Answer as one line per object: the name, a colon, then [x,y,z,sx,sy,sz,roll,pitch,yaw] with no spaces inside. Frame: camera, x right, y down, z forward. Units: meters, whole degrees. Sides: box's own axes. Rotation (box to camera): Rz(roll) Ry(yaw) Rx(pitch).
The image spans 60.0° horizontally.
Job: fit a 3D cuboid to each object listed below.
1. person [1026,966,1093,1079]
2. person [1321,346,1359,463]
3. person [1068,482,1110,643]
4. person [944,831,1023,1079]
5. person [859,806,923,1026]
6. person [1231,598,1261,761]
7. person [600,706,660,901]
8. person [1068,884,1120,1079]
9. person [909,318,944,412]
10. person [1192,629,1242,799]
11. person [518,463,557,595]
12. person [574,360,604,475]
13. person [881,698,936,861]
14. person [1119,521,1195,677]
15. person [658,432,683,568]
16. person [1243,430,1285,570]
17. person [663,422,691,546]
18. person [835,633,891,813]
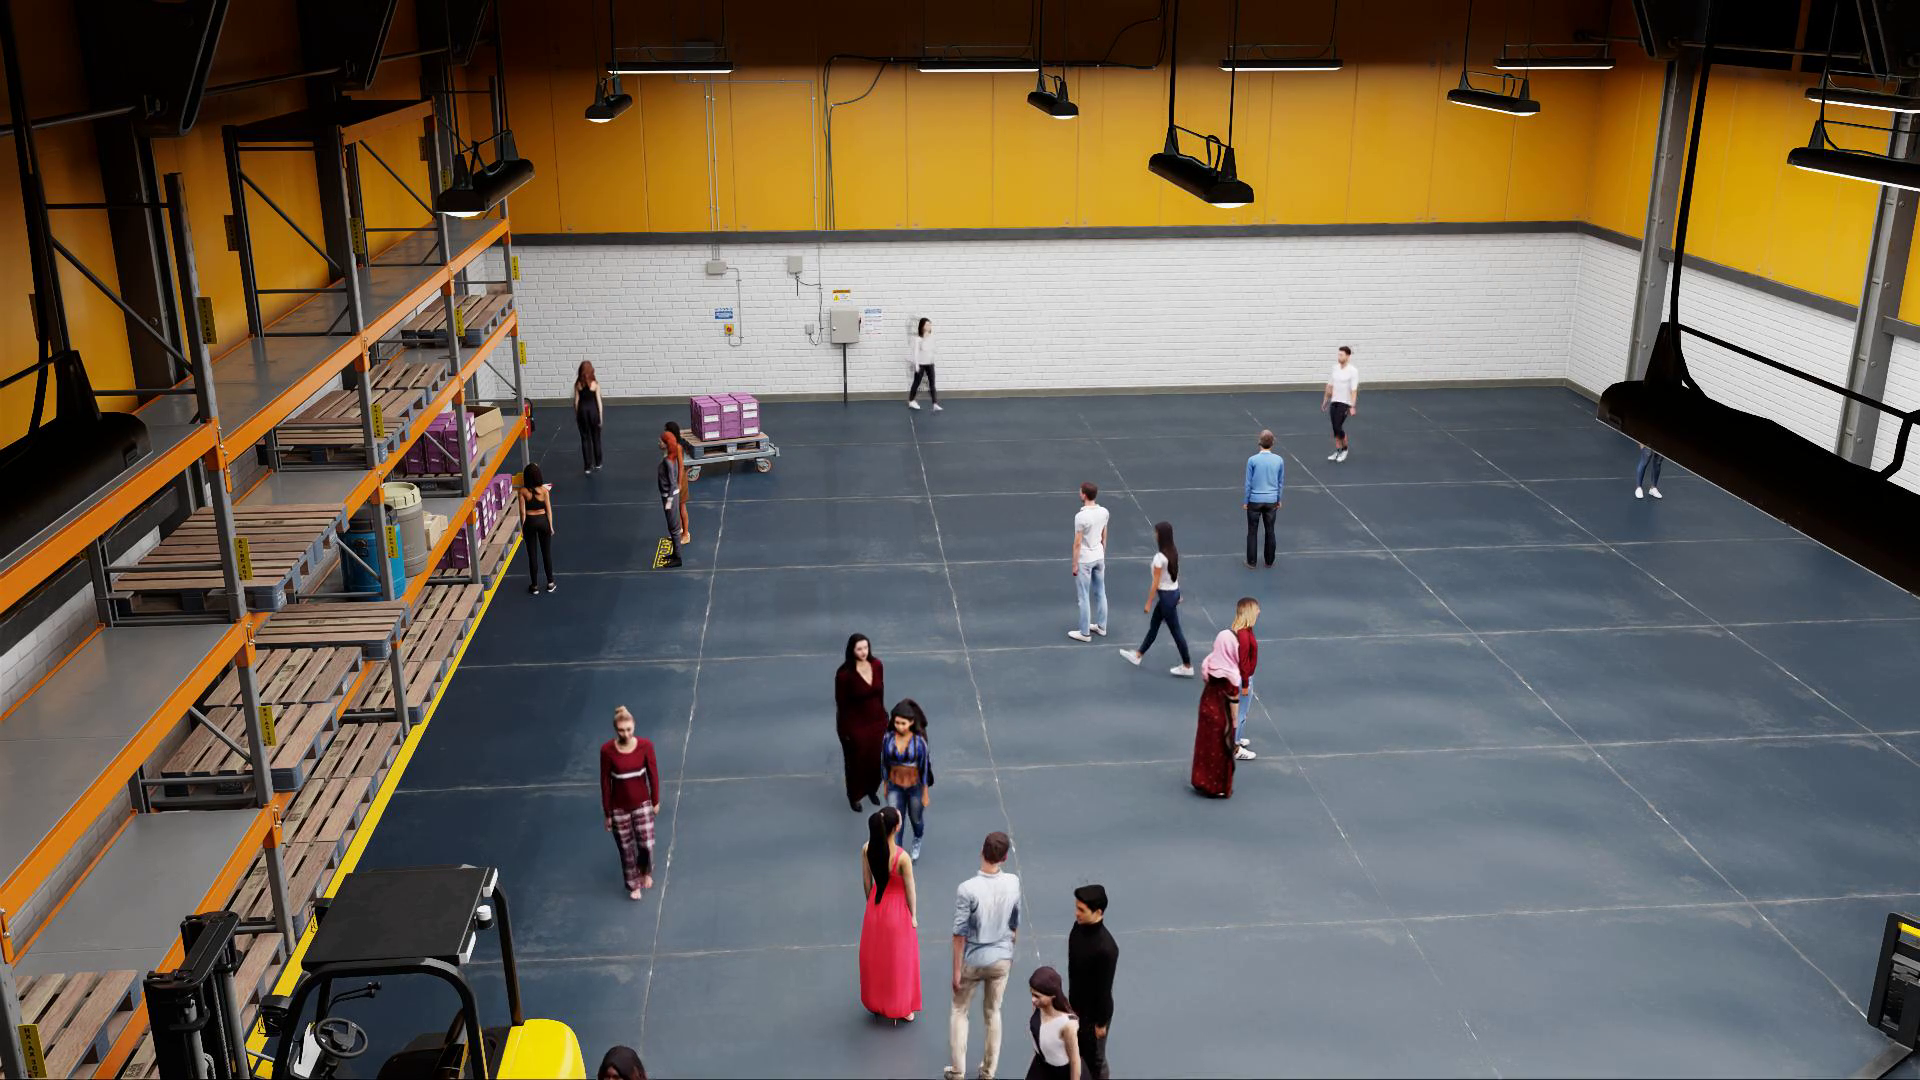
person: [0.668,3.324,10.326,1.170,1.558,1.120,17,25,42]
person: [6.052,-2.160,26.170,0.851,1.840,0.736,-12,22,-31]
person: [1.498,0.237,19.038,0.723,1.849,0.752,-16,24,-39]
person: [0.167,2.885,11.238,0.794,1.808,0.723,-12,22,-31]
person: [-0.510,2.692,11.938,0.713,1.727,0.743,10,21,28]
person: [2.732,1.324,16.149,0.660,1.632,0.453,-1,19,-2]
person: [-2.714,2.139,13.640,0.671,1.690,0.674,-5,19,-14]
person: [0.861,3.024,10.956,0.758,1.724,0.573,-7,20,-20]
person: [-0.669,-3.077,29.173,1.128,1.662,1.007,17,25,41]
person: [2.382,1.595,15.350,0.848,1.629,0.713,-9,21,-25]
person: [-5.221,-0.151,20.510,0.590,1.644,0.552,-6,19,-17]
person: [-5.715,-1.891,25.522,0.634,1.743,0.834,-4,19,-10]
person: [-0.424,2.086,13.969,0.804,1.579,1.087,4,19,11]
person: [2.329,0.671,17.927,0.972,1.735,1.104,8,20,22]
person: [-3.734,-0.535,21.441,0.665,1.779,0.472,-4,19,-11]
person: [3.894,-0.532,21.367,0.641,1.820,0.547,-1,19,-4]
person: [-3.804,-0.769,22.277,0.705,1.688,0.587,-11,22,-30]
person: [-0.940,1.631,15.059,0.838,1.746,0.887,-13,23,-34]
